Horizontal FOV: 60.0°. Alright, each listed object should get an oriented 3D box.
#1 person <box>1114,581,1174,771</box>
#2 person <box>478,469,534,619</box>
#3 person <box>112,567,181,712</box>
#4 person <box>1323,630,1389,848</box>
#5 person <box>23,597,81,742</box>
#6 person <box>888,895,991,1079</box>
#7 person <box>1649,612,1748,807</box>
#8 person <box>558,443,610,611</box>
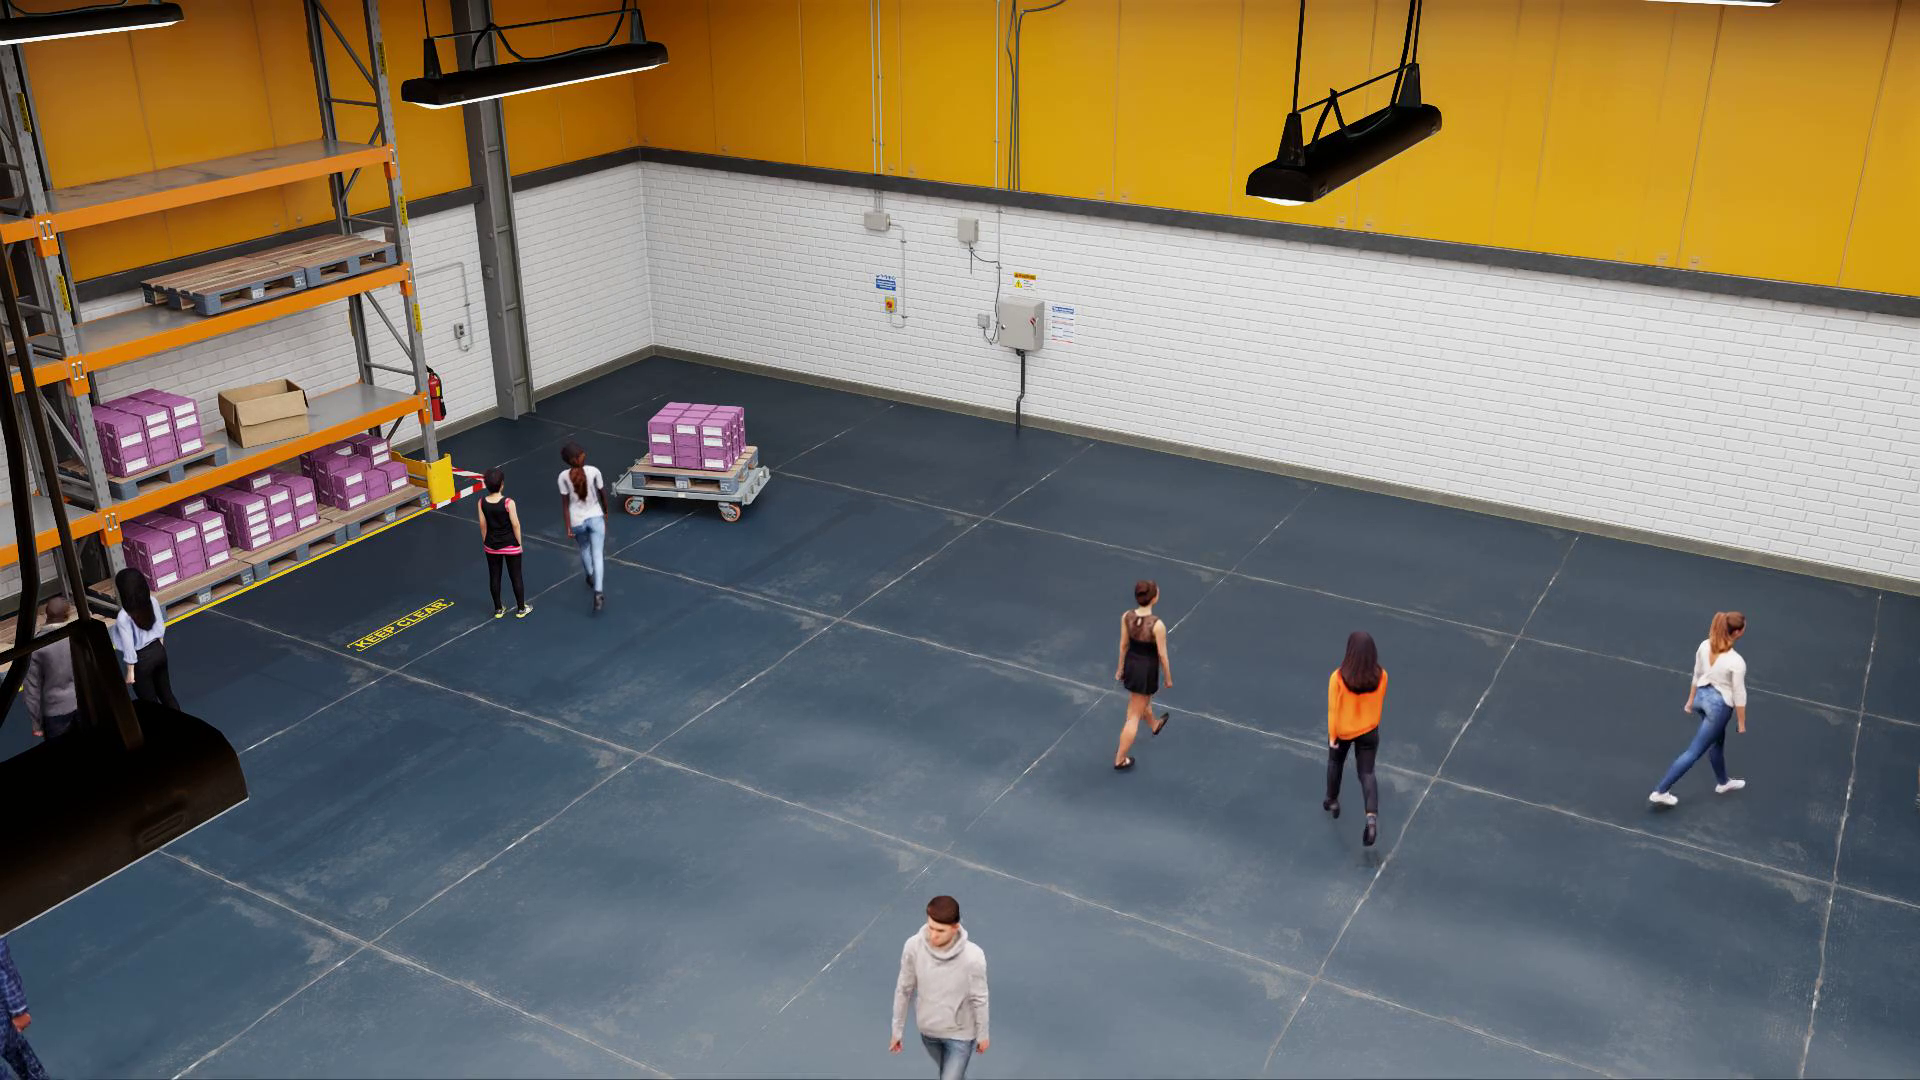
[{"bbox_3d":[1.438,1.140,13.719,0.781,1.634,1.141,21,31,40],"label":"person"},{"bbox_3d":[-4.508,0.029,16.362,0.613,1.553,0.629,2,24,4],"label":"person"},{"bbox_3d":[-6.752,1.033,13.828,0.780,1.744,0.612,5,24,10],"label":"person"},{"bbox_3d":[3.061,1.524,12.734,0.995,1.719,1.162,-2,24,-4],"label":"person"},{"bbox_3d":[-7.022,1.346,13.061,0.972,1.783,0.626,12,26,25],"label":"person"},{"bbox_3d":[-0.040,2.800,9.716,0.772,1.799,1.232,10,26,22],"label":"person"},{"bbox_3d":[5.866,1.379,13.120,1.182,1.676,1.132,-6,24,-14],"label":"person"},{"bbox_3d":[-3.695,-0.115,16.537,1.053,1.677,1.159,-4,24,-9],"label":"person"}]
